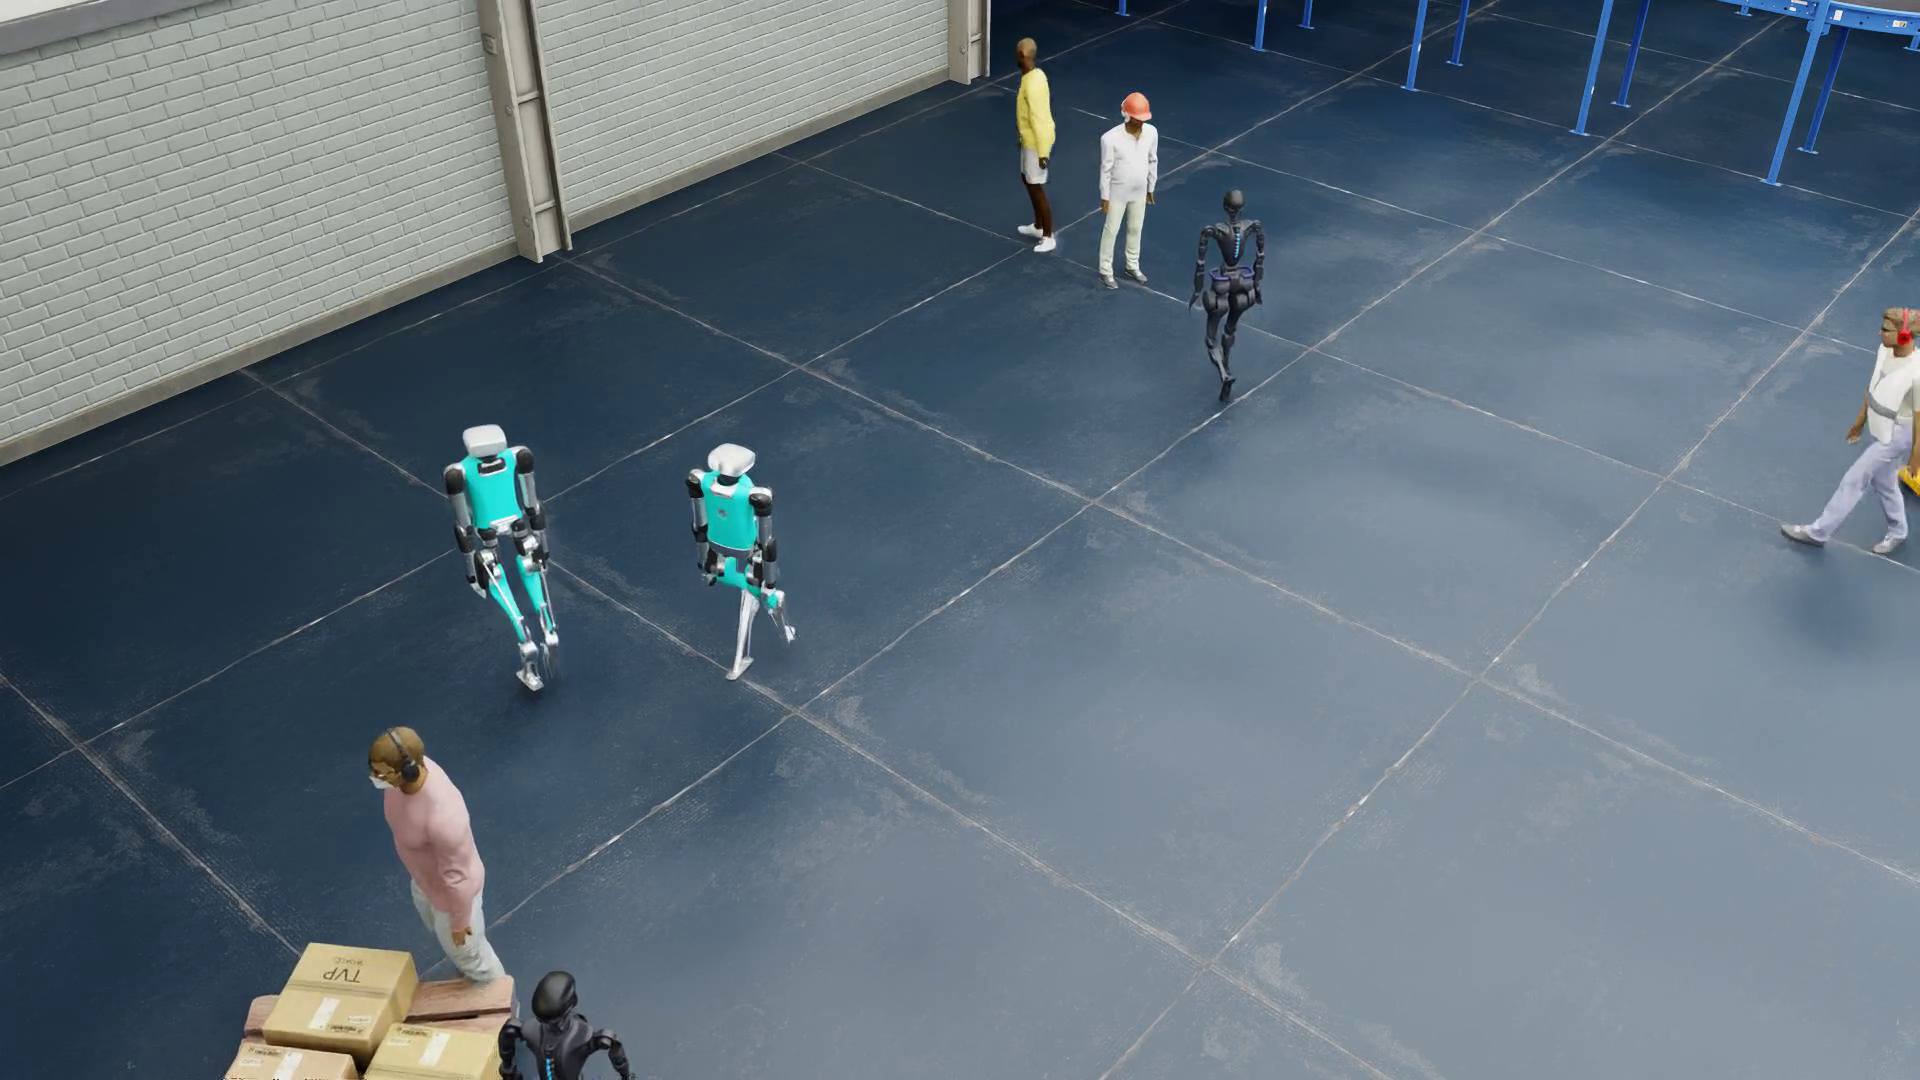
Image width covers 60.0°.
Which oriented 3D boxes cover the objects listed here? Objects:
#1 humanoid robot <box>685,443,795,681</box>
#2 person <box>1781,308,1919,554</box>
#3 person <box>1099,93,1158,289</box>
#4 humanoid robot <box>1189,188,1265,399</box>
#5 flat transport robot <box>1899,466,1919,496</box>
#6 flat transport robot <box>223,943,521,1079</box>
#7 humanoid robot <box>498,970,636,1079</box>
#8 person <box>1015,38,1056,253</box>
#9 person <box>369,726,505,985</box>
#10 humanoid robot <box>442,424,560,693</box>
[{"bbox_3d":[-1.221,0.101,10.054,0.572,1.864,0.853,12,37,17],"label":"humanoid robot"},{"bbox_3d":[6.176,-0.685,11.038,0.858,1.788,0.616,7,36,9],"label":"person"},{"bbox_3d":[1.457,-3.014,14.349,0.562,1.742,0.349,-16,38,-21],"label":"person"},{"bbox_3d":[2.115,-1.932,12.901,0.589,1.630,0.655,-7,36,-10],"label":"humanoid robot"},{"bbox_3d":[7.612,-0.381,11.922,1.431,0.231,0.659,-2,36,-3],"label":"flat transport robot"},{"bbox_3d":[-2.658,2.669,7.639,0.659,0.231,1.431,-4,36,-5],"label":"flat transport robot"},{"bbox_3d":[-1.599,2.347,6.881,0.604,1.657,0.362,3,36,4],"label":"humanoid robot"},{"bbox_3d":[0.696,-3.547,14.998,0.425,1.861,0.718,0,35,-1],"label":"person"},{"bbox_3d":[-2.402,1.605,7.709,0.382,1.933,0.627,-25,42,-30],"label":"person"},{"bbox_3d":[-2.588,0.259,9.821,0.548,1.852,0.799,-21,41,-27],"label":"humanoid robot"}]
